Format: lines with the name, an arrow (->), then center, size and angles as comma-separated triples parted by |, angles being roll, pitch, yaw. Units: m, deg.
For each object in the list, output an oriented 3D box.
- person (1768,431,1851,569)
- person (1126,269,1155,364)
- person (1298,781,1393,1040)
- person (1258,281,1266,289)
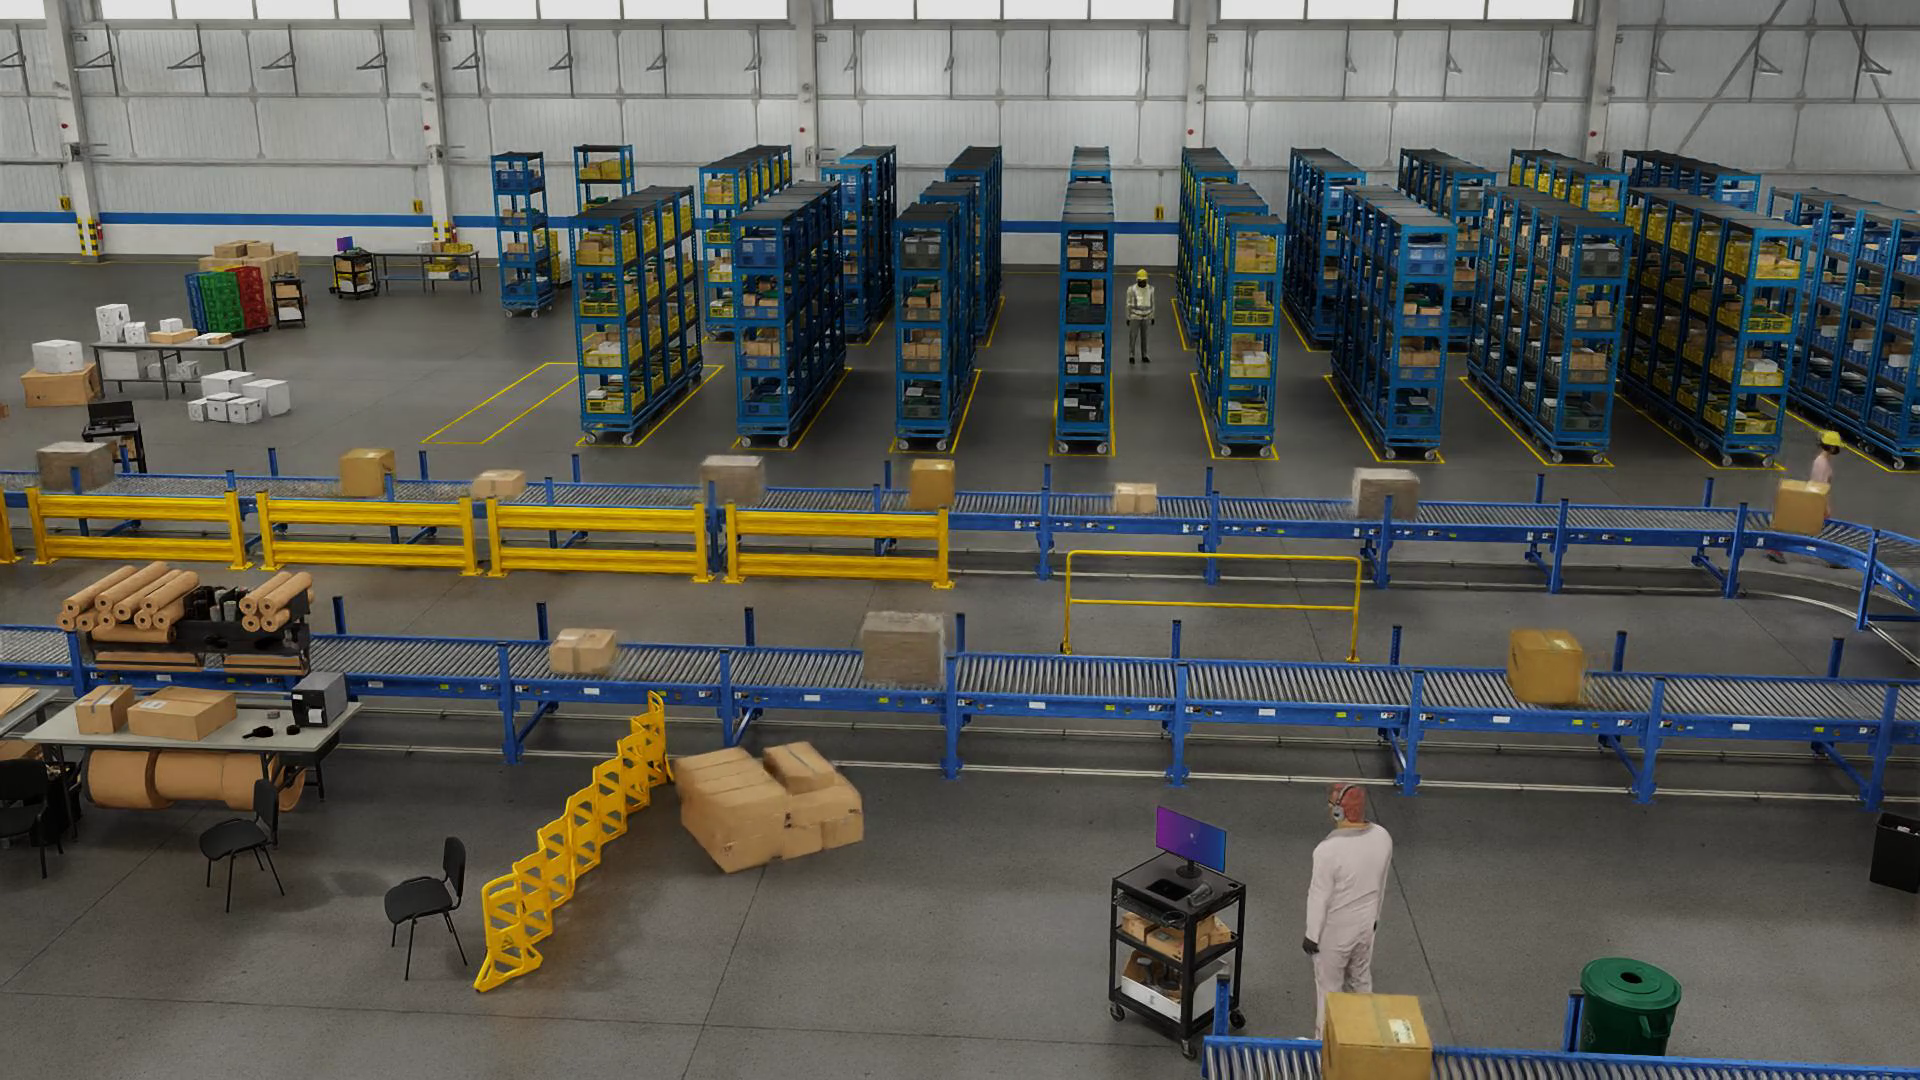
person -> 10.468, -0.495, 20.325 | 0.929, 1.720, 0.538 | 12, 21, 34
person -> 3.517, -4.353, 32.372 | 0.600, 1.831, 0.404 | -4, 18, -14
person -> 2.455, 2.446, 10.705 | 0.635, 1.900, 0.397 | -12, 21, -33
person -> 6.423, -5.564, 35.947 | 0.375, 1.997, 0.612 | -3, 18, -9
